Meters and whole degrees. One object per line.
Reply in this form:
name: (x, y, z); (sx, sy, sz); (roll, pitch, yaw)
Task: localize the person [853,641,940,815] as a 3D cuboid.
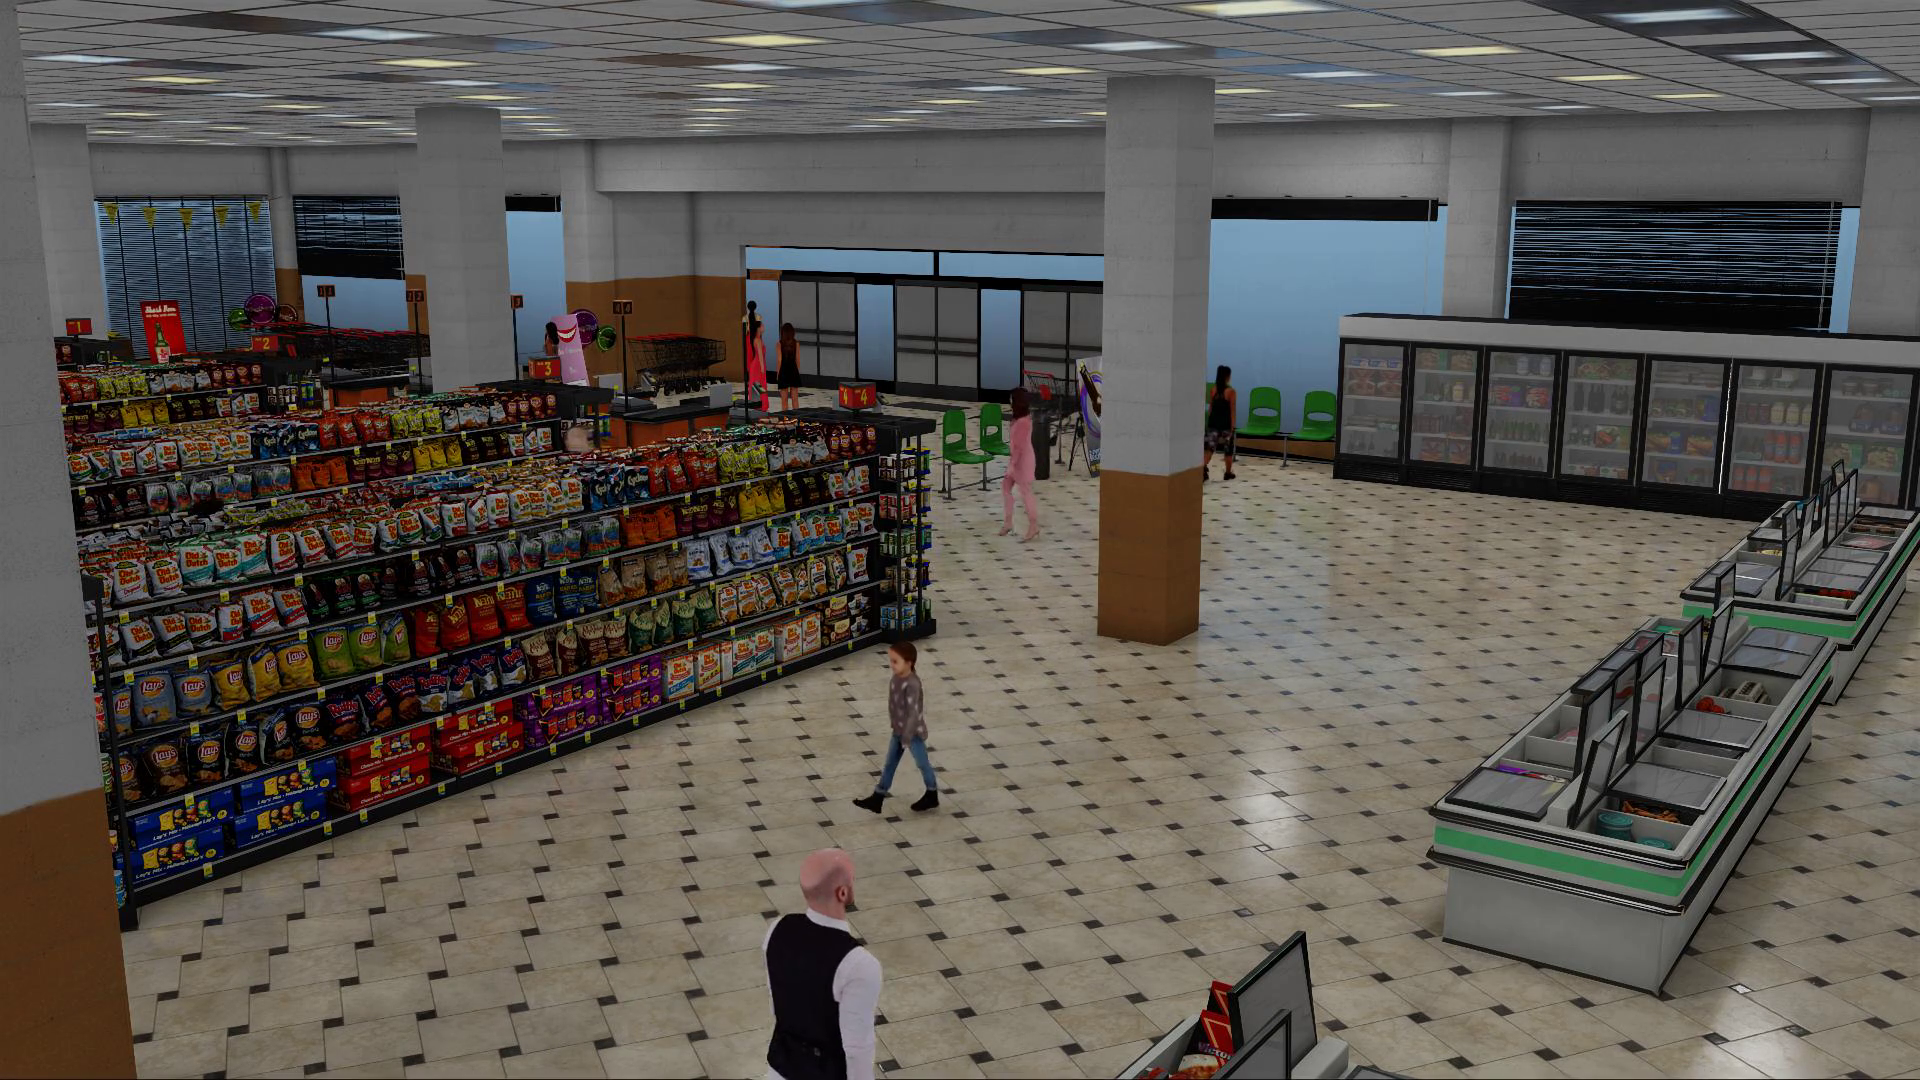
person: (-0.289, 1.235, 10.853); (0.883, 1.160, 0.700); (-7, 14, -30)

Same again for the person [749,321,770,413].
person: (-3.642, -3.103, 30.080); (0.747, 1.726, 0.714); (-4, 13, -19)

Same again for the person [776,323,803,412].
person: (-2.910, -2.764, 28.211); (0.625, 1.835, 0.722); (-5, 13, -22)

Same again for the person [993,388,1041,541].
person: (0.808, -0.866, 19.322); (0.915, 1.783, 0.868); (-1, 12, -4)

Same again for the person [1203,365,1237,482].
person: (3.597, -1.609, 23.186); (0.604, 1.645, 0.987); (8, 14, 34)

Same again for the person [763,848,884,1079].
person: (-0.534, 1.973, 5.787); (0.674, 1.805, 0.808); (8, 14, 34)

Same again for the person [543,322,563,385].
person: (-7.534, -3.217, 30.819); (0.785, 1.645, 0.642); (2, 12, 7)

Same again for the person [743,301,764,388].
person: (-4.296, -4.076, 34.540); (0.634, 1.793, 0.739); (-5, 13, -23)
